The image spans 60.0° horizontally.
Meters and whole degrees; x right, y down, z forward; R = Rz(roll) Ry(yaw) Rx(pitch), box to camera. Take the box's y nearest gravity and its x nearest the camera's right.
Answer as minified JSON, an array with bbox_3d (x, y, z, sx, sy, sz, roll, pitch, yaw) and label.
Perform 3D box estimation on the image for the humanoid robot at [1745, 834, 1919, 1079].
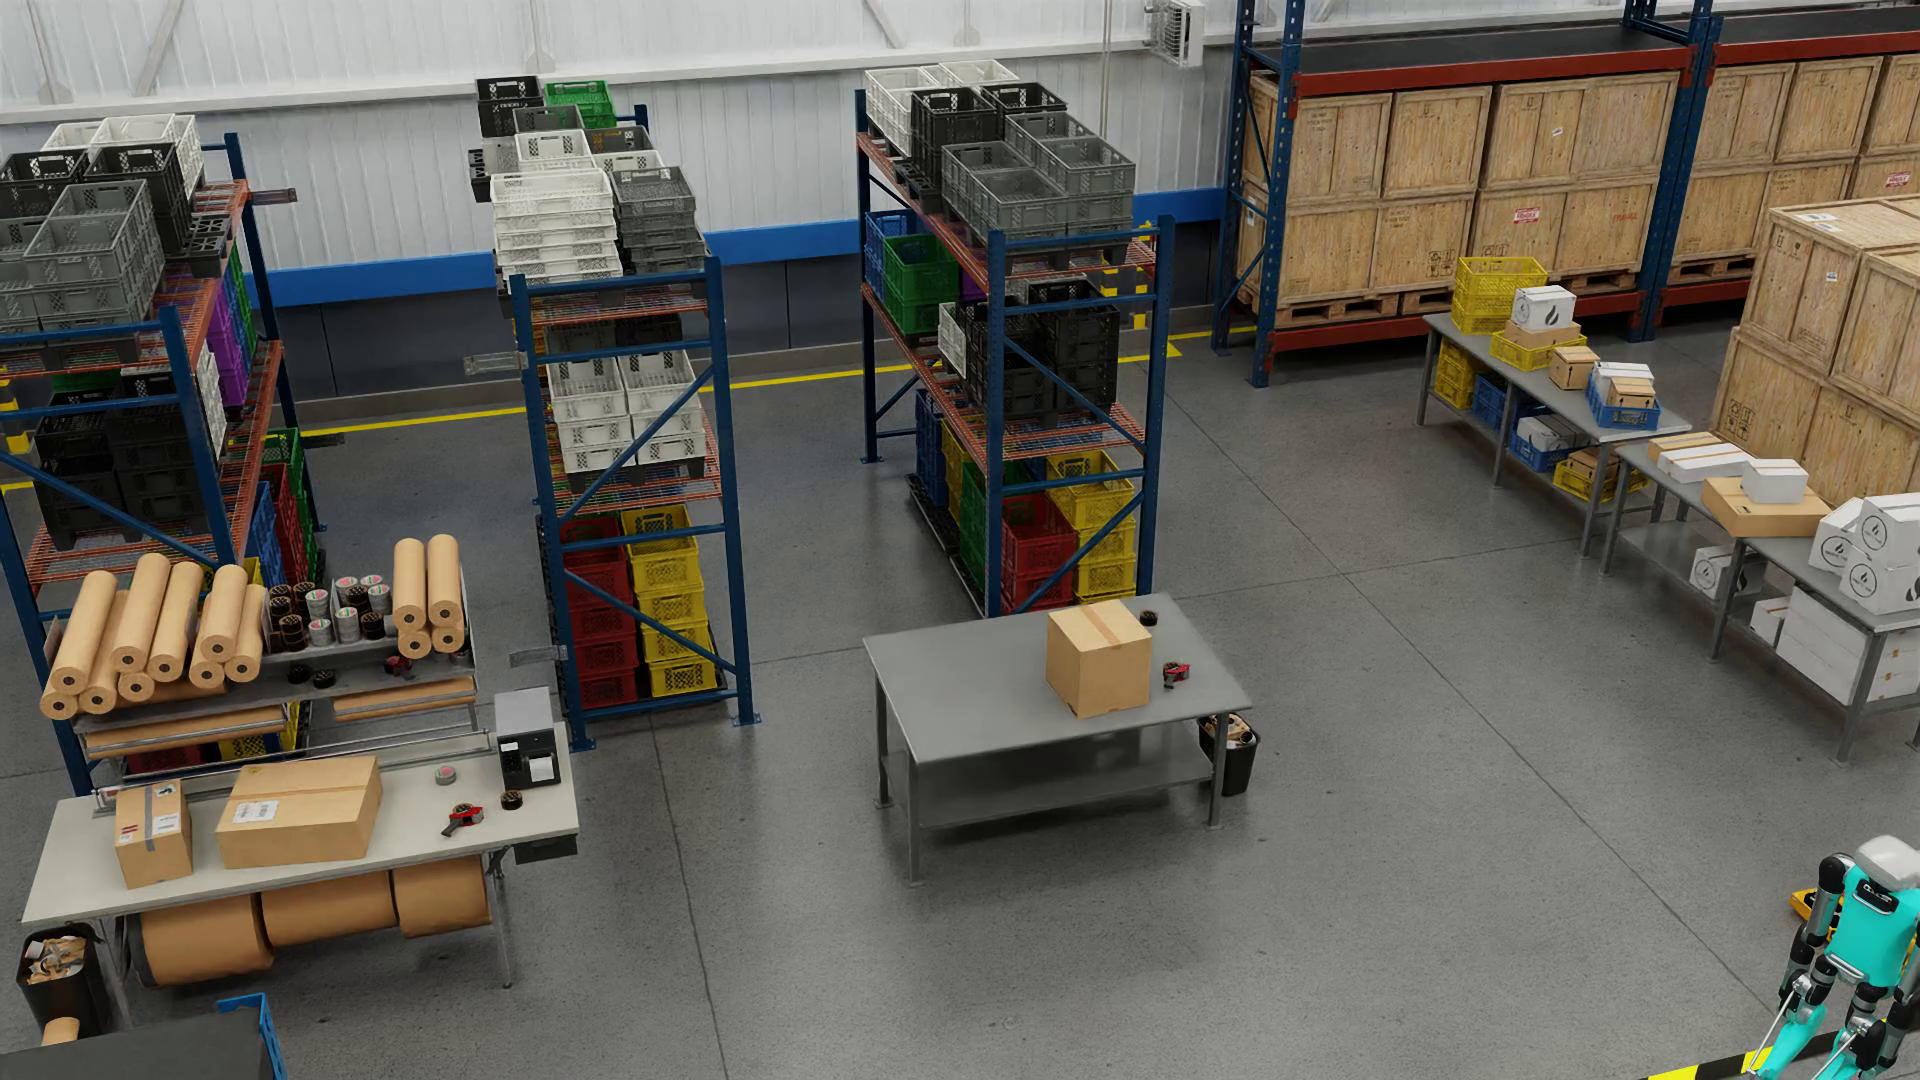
[{"bbox_3d":[3.503,2.013,6.835,0.735,1.677,0.533,-16,33,-27],"label":"humanoid robot"}]

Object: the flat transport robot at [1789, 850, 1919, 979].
[{"bbox_3d":[5.163,1.916,8.676,1.431,0.231,0.659,-8,30,-14],"label":"flat transport robot"}]
